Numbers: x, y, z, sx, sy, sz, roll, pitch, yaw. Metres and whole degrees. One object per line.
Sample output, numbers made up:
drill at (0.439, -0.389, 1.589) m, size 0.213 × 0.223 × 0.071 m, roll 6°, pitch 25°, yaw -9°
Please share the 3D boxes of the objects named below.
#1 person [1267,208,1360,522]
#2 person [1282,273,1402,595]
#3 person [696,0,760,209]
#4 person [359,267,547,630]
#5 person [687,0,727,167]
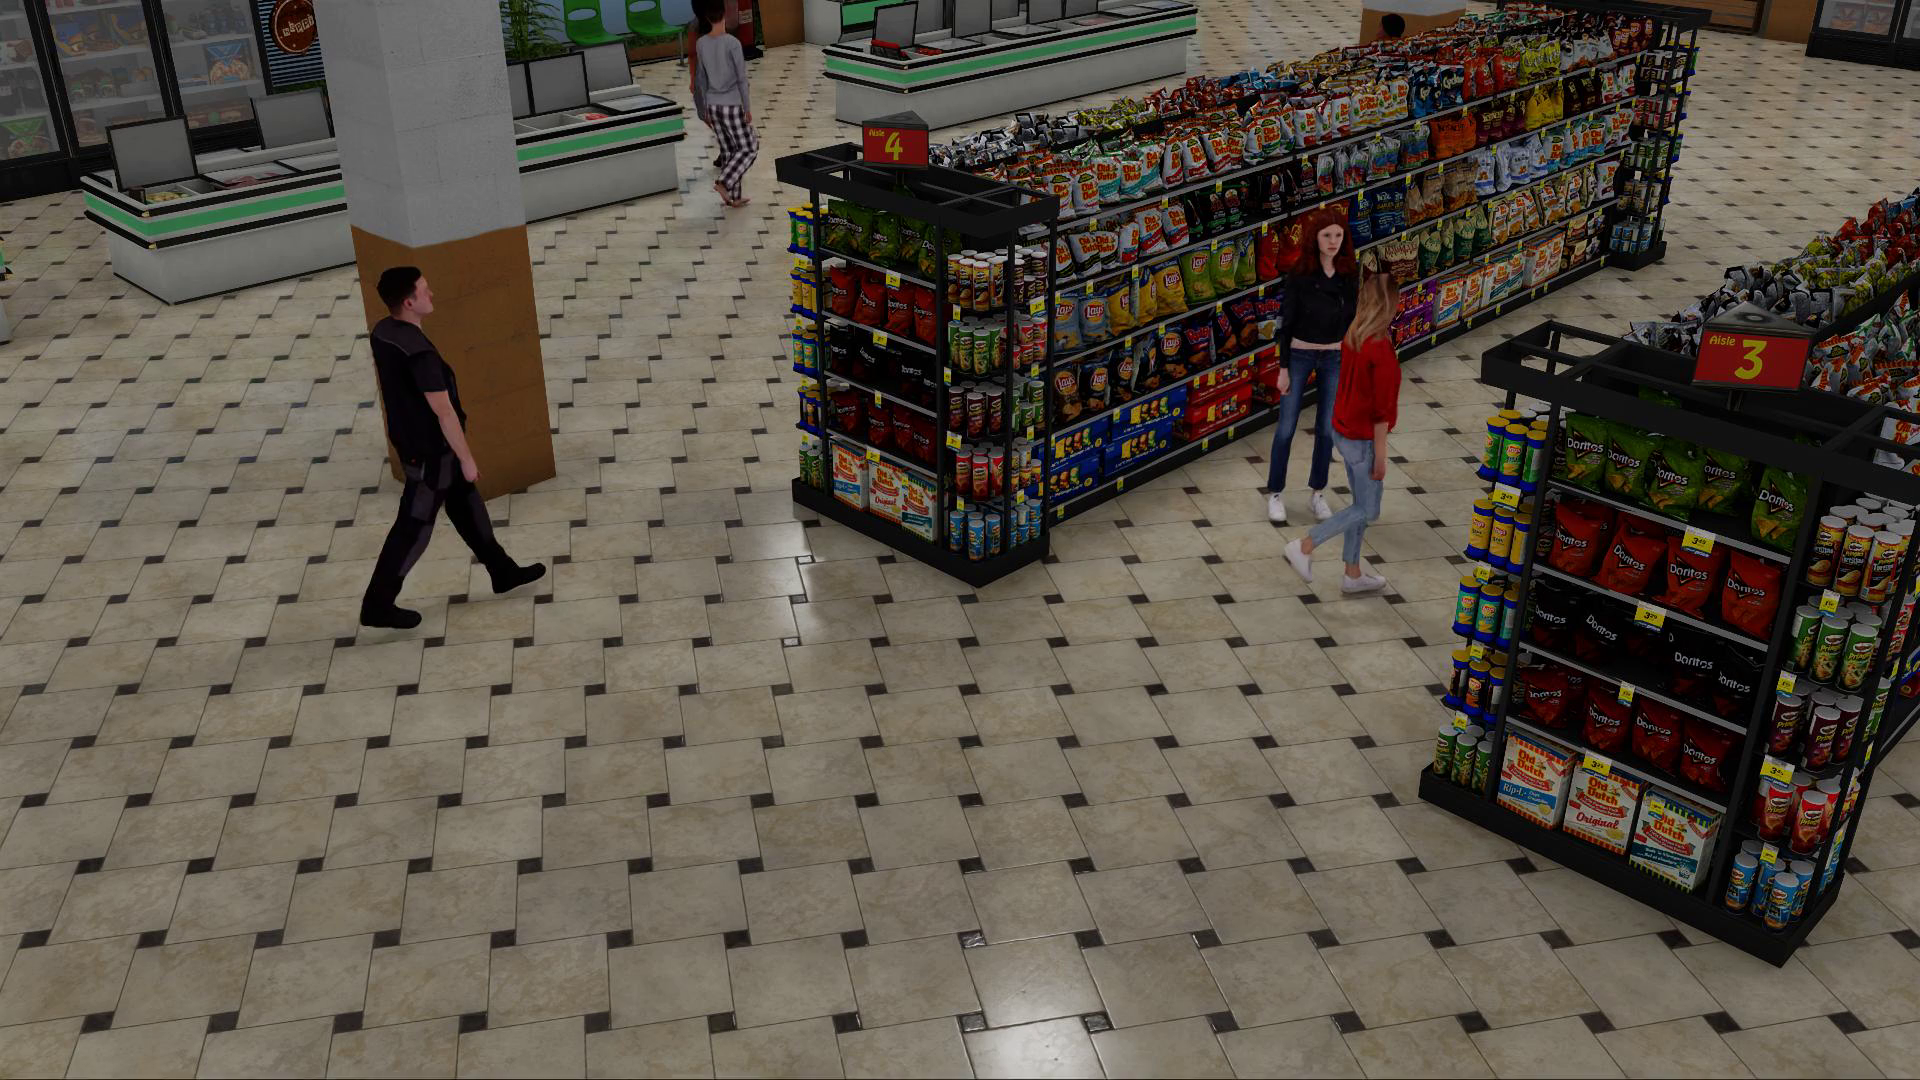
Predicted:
person at (1.939, -0.949, 9.140) m, size 0.648 × 1.788 × 0.716 m, roll -1°, pitch 27°, yaw -3°
person at (1.927, -0.478, 8.329) m, size 0.966 × 1.680 × 0.869 m, roll -4°, pitch 27°, yaw -8°
person at (-2.113, -3.818, 14.754) m, size 0.790 × 1.827 × 0.894 m, roll 14°, pitch 30°, yaw 25°
person at (-2.655, -0.393, 8.027) m, size 1.286 × 1.803 × 0.920 m, roll -16°, pitch 31°, yaw -29°
person at (-2.346, -4.377, 15.940) m, size 0.784 × 1.751 × 0.662 m, roll -23°, pitch 35°, yaw -37°
